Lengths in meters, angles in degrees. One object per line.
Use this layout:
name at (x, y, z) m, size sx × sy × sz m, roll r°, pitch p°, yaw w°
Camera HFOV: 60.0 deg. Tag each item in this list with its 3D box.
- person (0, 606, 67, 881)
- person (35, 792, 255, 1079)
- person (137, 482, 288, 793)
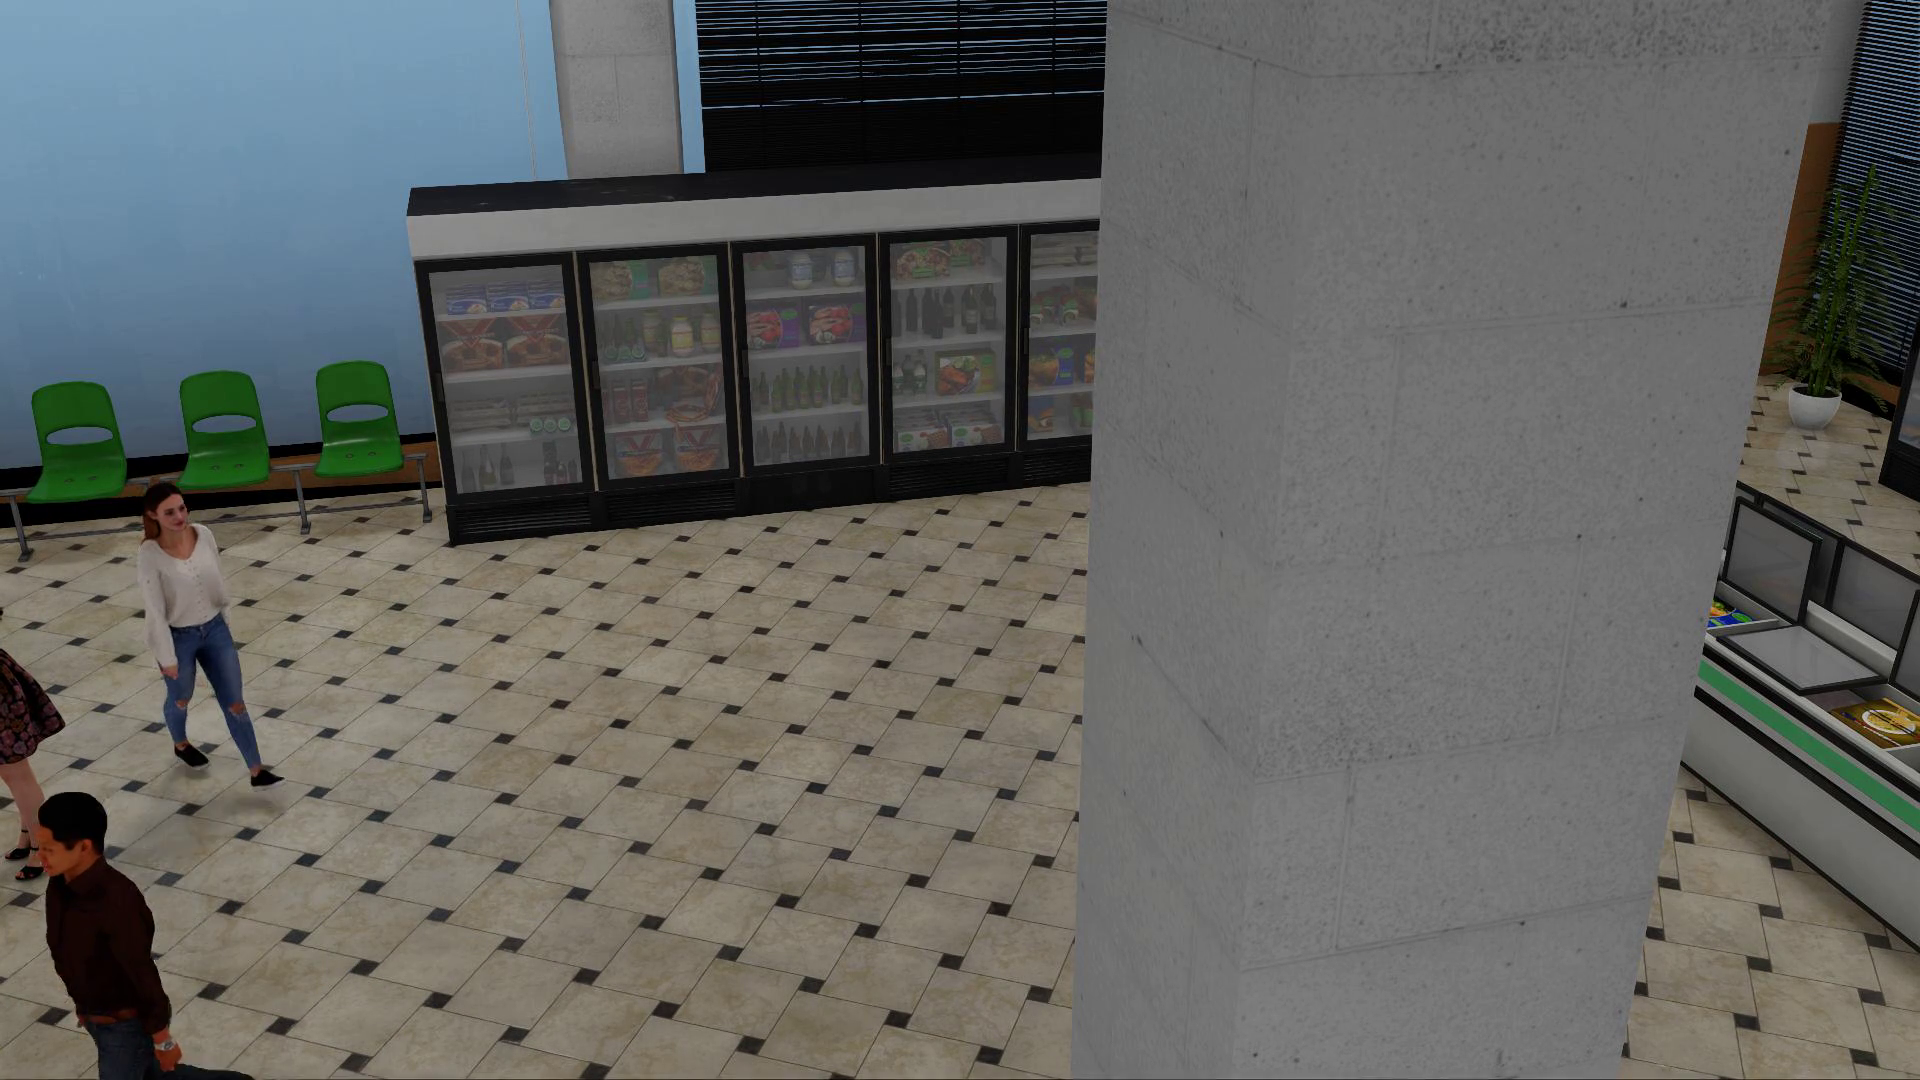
person at (-4.463, 0.756, 7.662) m, size 0.817 × 1.775 × 0.719 m, roll -15°, pitch 28°, yaw -31°
person at (-2.799, 1.607, 5.743) m, size 1.145 × 1.753 × 1.129 m, roll 18°, pitch 29°, yaw 35°
person at (-3.941, 0.499, 8.412) m, size 1.182 × 1.643 × 1.065 m, roll 16°, pitch 29°, yaw 33°
